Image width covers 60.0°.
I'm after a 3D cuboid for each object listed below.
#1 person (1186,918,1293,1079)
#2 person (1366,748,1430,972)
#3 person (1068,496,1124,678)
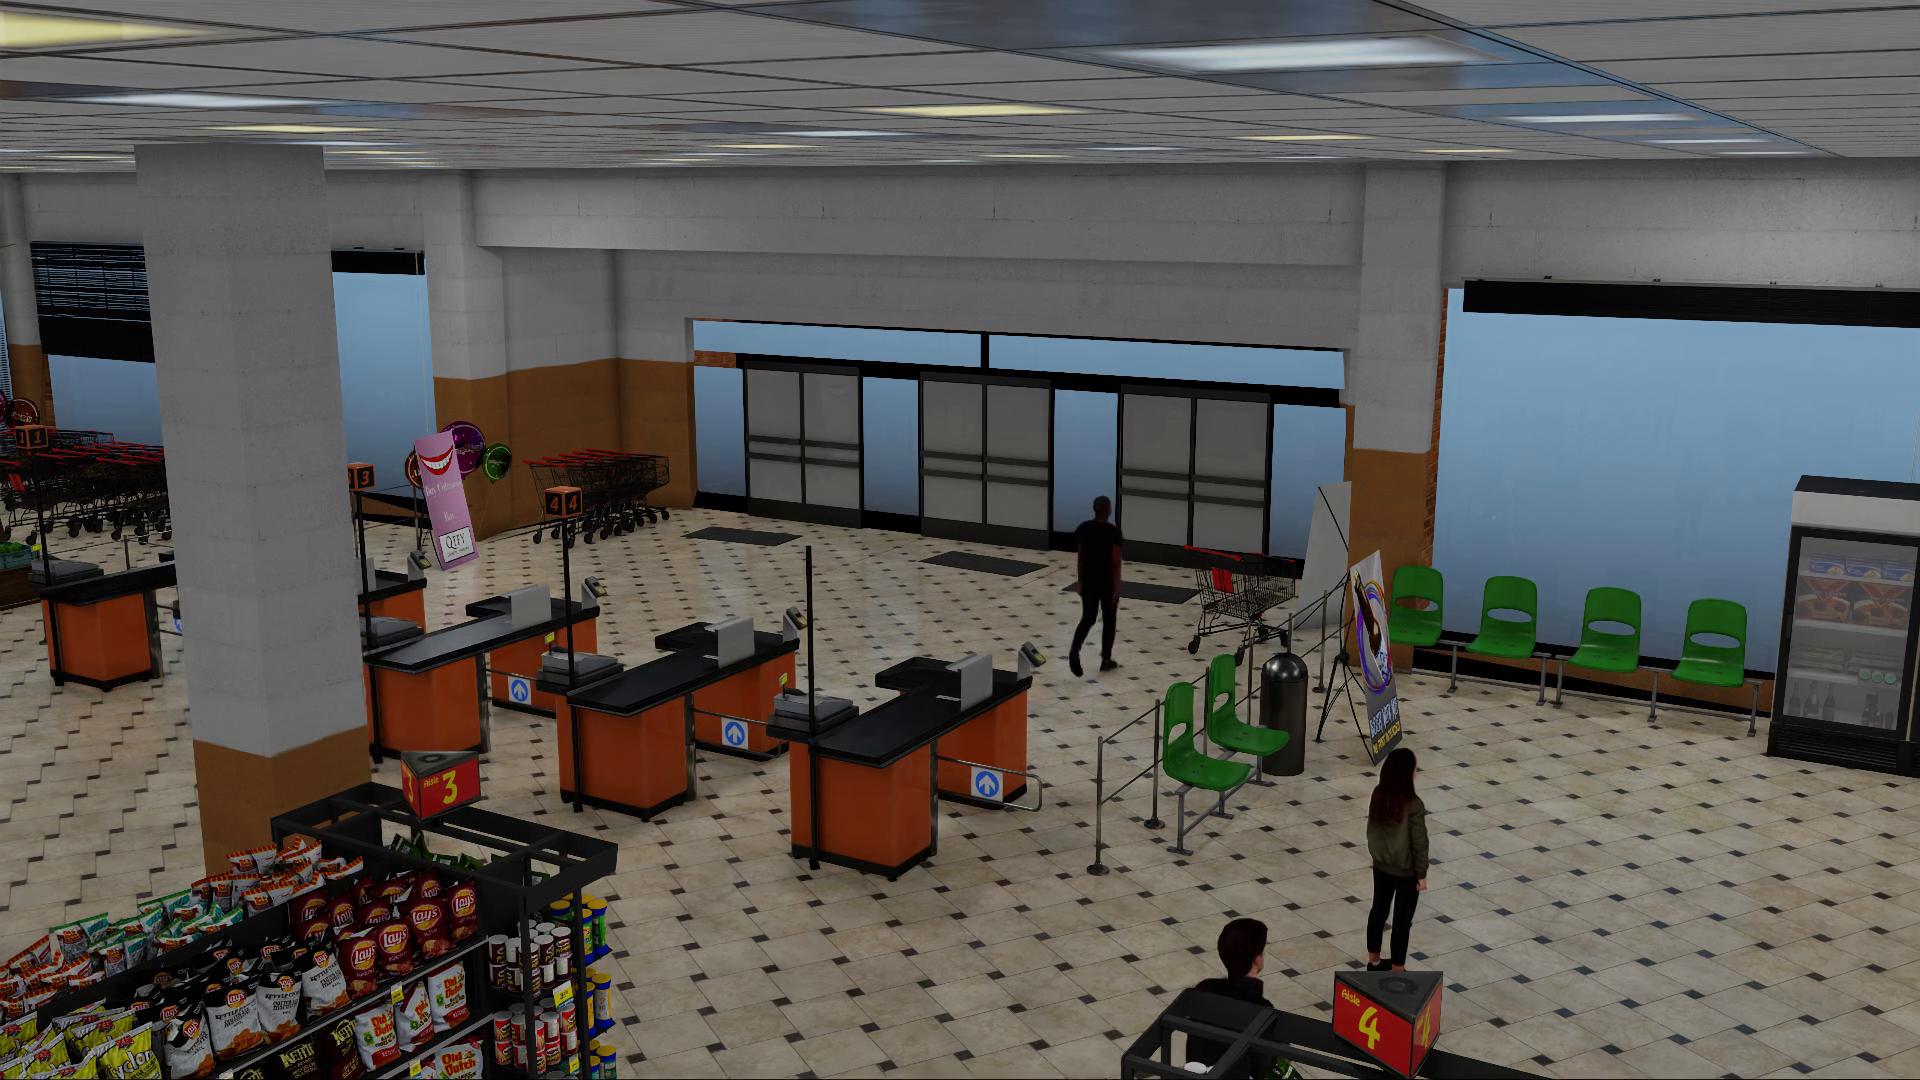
[{"bbox_3d":[1.070,2.464,6.827,0.838,1.821,0.848,-9,15,-36],"label":"person"},{"bbox_3d":[2.634,1.964,10.045,0.652,1.475,0.660,-8,14,-32],"label":"person"},{"bbox_3d":[1.315,0.482,16.306,0.692,1.794,1.078,7,14,32],"label":"person"}]
